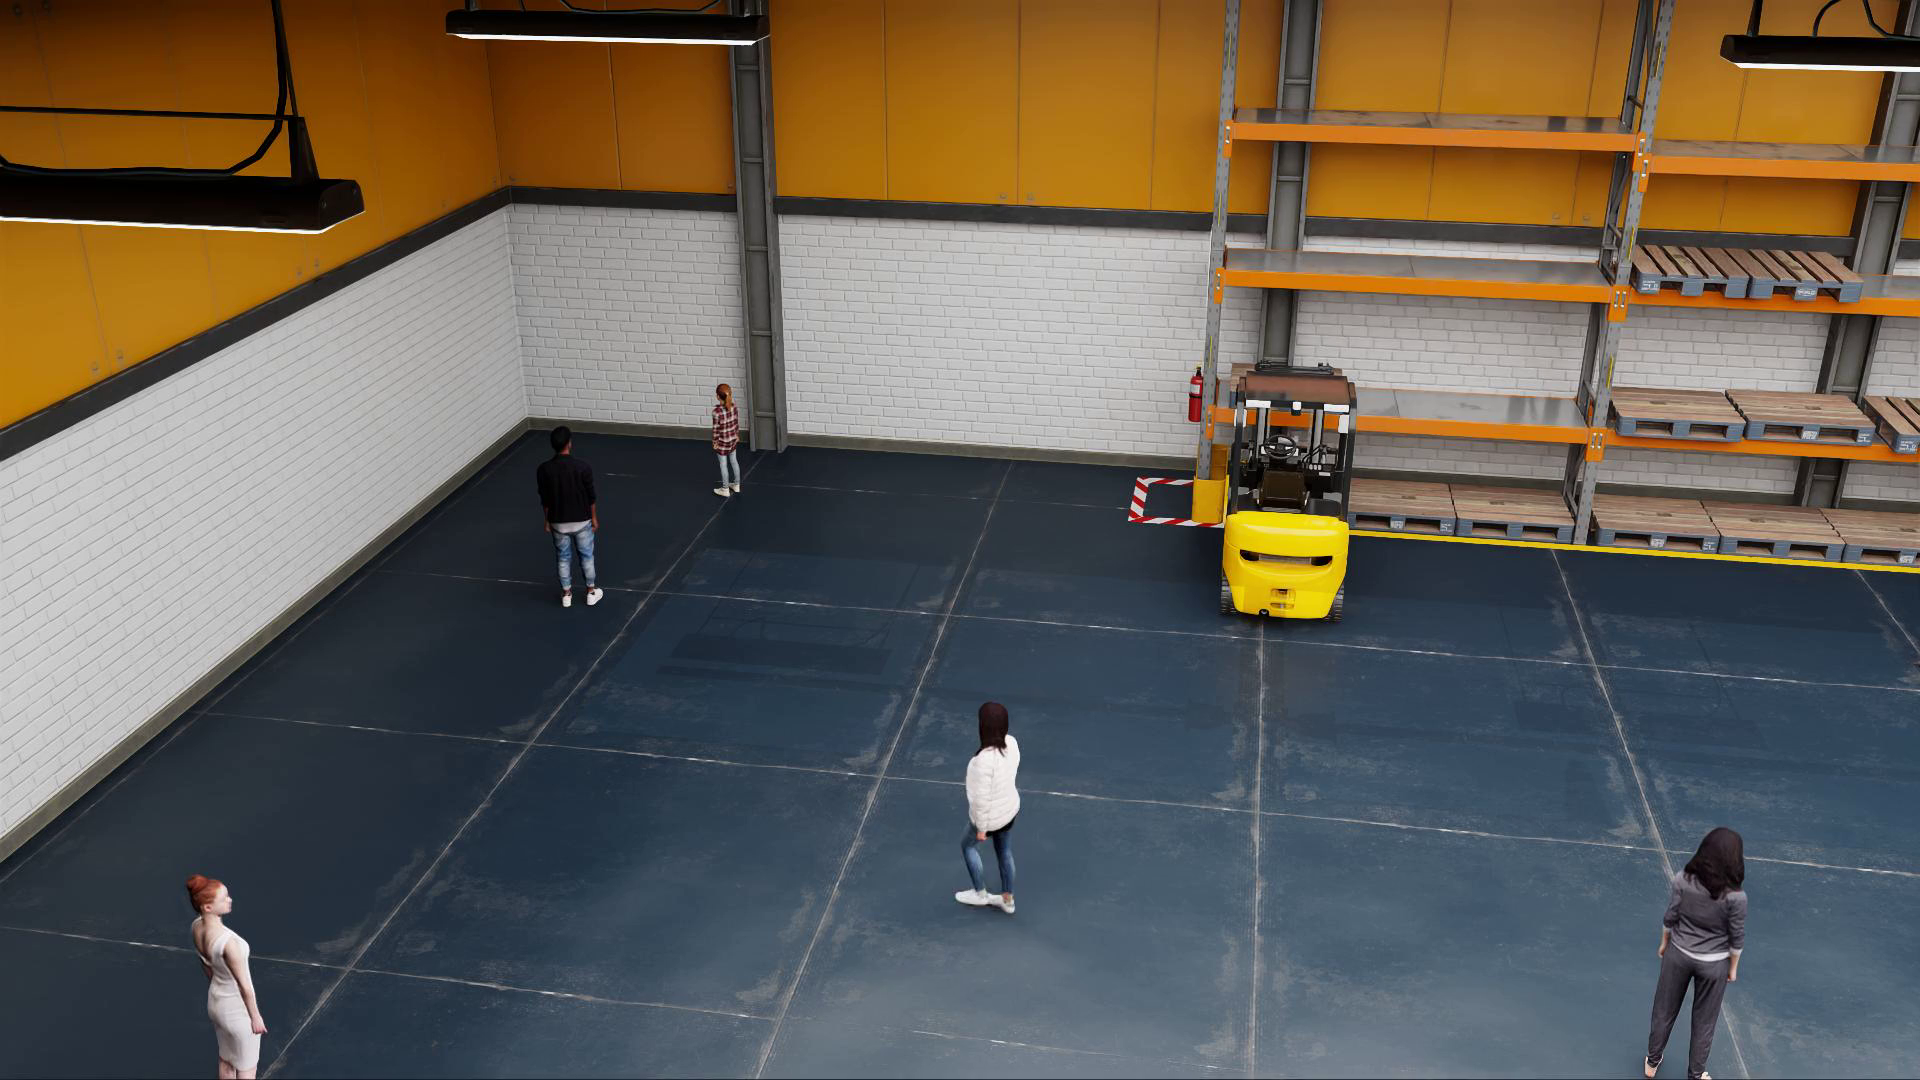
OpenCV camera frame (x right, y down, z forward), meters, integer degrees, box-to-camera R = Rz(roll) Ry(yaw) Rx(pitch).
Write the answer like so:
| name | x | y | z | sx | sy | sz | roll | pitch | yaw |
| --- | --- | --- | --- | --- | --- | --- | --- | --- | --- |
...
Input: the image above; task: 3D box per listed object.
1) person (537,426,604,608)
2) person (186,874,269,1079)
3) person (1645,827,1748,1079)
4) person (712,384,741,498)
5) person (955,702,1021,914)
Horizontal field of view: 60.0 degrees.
| name | x | y | z | sx | sy | sz | roll | pitch | yaw |
| --- | --- | --- | --- | --- | --- | --- | --- | --- | --- |
| person | -3.762 | -0.224 | 16.029 | 0.616 | 1.815 | 0.801 | -1 | 24 | -3 |
| person | -4.141 | 2.673 | 9.435 | 0.592 | 1.789 | 0.711 | 18 | 29 | 35 |
| person | 4.379 | 2.488 | 9.889 | 0.612 | 1.763 | 0.735 | 18 | 29 | 35 |
| person | -2.640 | -1.140 | 18.760 | 0.654 | 1.306 | 0.621 | 20 | 30 | 37 |
| person | 0.294 | 1.882 | 11.450 | 0.792 | 1.624 | 0.760 | 15 | 28 | 31 |
